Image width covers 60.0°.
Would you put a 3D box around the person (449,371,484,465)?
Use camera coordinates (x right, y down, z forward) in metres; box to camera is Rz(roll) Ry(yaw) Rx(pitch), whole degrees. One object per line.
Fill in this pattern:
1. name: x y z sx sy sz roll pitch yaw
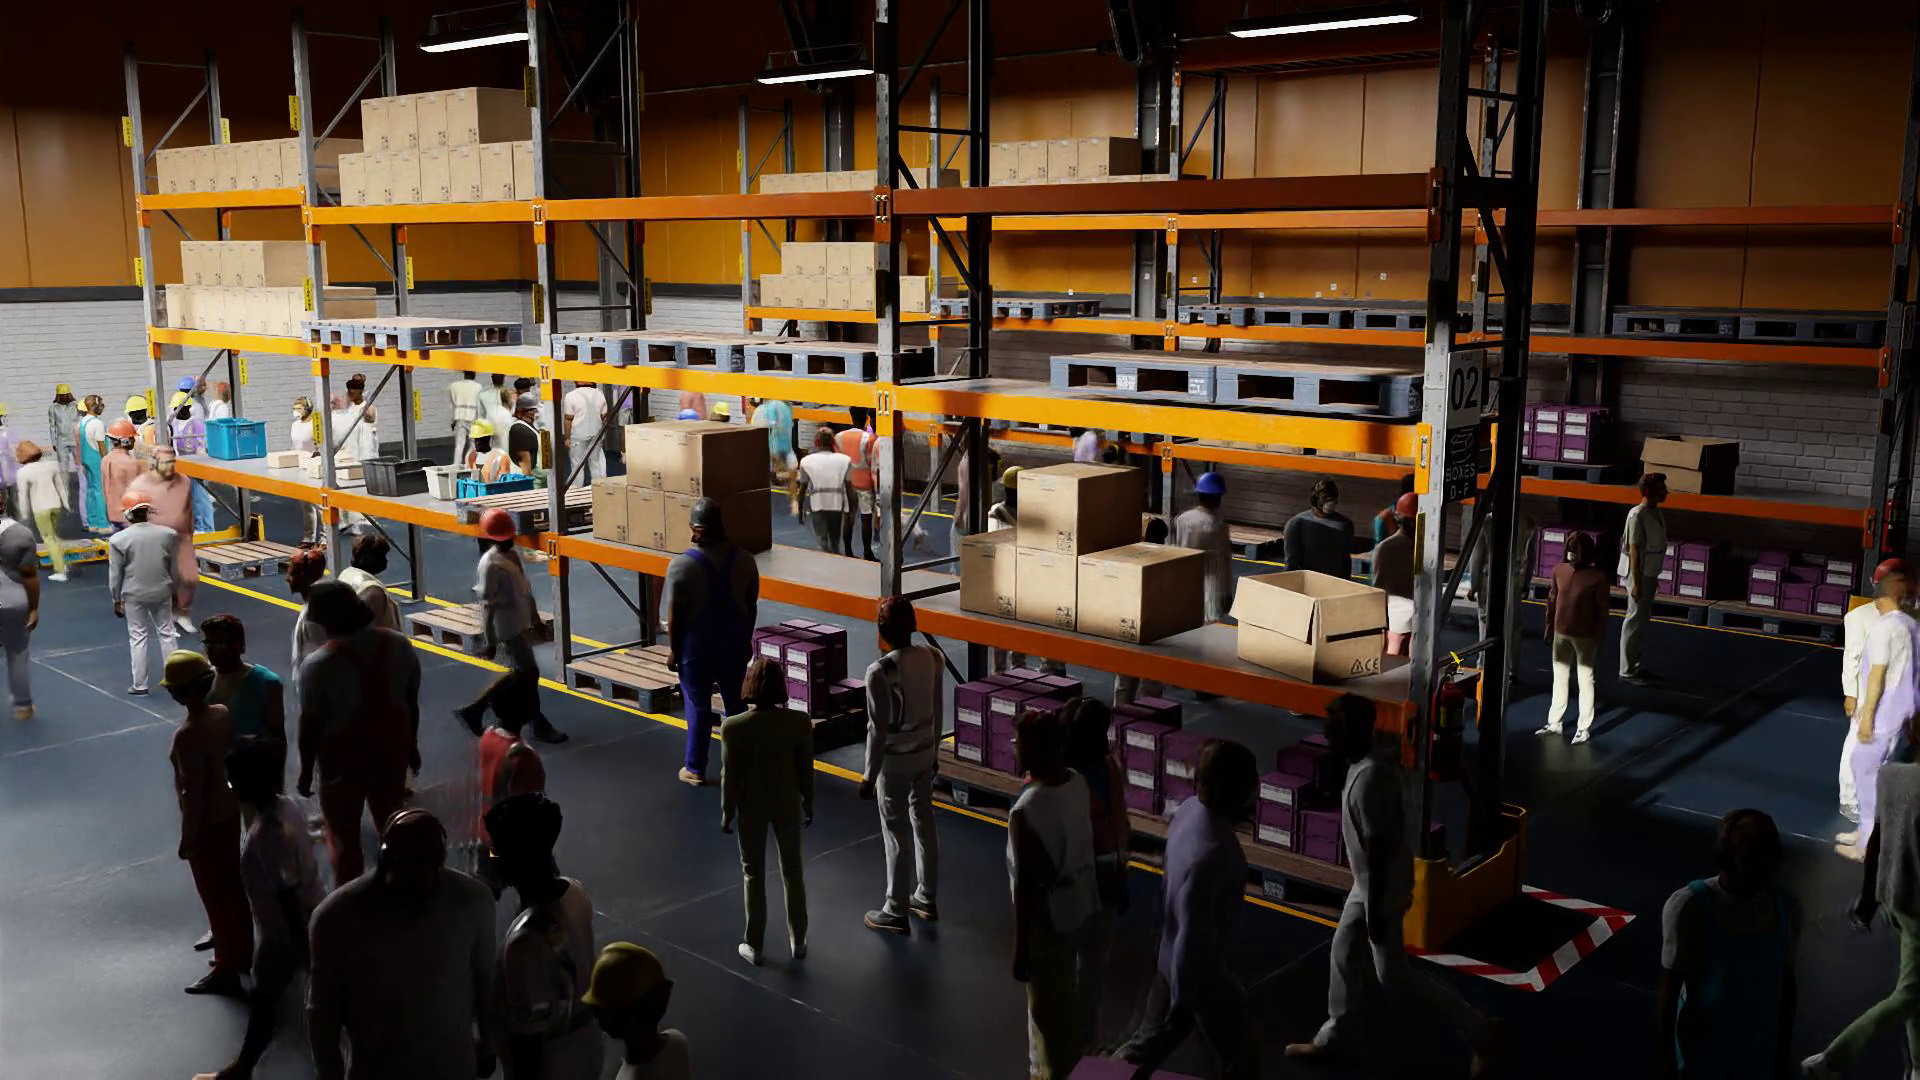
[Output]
1. person: -8.106 -1.953 27.247 0.608 1.873 0.837 1 10 7

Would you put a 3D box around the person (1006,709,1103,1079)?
1. person: 0.395 1.629 7.104 0.399 1.830 0.603 6 12 29

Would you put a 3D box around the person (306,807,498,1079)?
1. person: -1.981 1.807 5.978 0.662 1.874 0.673 -4 11 -22

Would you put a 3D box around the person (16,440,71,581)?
1. person: -10.351 -0.330 18.771 0.502 1.598 0.553 4 11 21

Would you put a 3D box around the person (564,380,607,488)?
1. person: -5.540 -1.546 24.431 0.535 2.000 0.686 9 14 43

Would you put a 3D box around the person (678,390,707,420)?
1. person: -4.109 -1.701 25.721 0.403 1.904 0.663 2 10 13

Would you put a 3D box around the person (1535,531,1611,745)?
1. person: 4.681 0.737 12.671 0.279 1.634 0.497 -8 13 -37

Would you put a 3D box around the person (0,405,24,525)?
1. person: -11.769 -0.747 20.303 0.614 1.908 0.631 -3 11 -18

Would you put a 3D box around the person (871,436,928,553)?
1. person: -0.763 -0.787 20.340 0.707 1.973 0.628 2 10 10

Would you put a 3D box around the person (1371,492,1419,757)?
1. person: 3.308 0.619 12.360 0.620 1.986 0.409 -6 12 -31

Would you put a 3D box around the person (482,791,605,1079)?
1. person: -1.414 1.811 5.703 0.376 1.958 0.599 0 10 0

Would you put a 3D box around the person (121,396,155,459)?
1. person: -11.768 -1.263 23.969 0.940 1.618 0.548 7 12 35

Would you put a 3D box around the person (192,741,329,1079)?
1. person: -2.957 1.675 7.339 0.885 1.639 0.544 -1 10 -7

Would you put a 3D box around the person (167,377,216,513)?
1. person: -10.863 -1.330 23.480 0.615 1.942 0.409 3 11 18

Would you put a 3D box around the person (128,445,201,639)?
1. person: -7.609 0.026 15.970 0.446 1.885 0.650 8 13 38

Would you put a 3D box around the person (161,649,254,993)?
1. person: -3.843 1.418 8.455 0.327 1.765 0.529 0 10 -1

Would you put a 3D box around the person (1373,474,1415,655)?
1. person: 3.752 0.364 14.129 0.673 1.876 0.692 -6 12 -29

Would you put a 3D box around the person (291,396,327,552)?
1. person: -8.021 -0.803 20.517 0.627 1.941 0.371 6 12 31

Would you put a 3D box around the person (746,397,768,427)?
1. person: -2.956 -1.387 24.385 0.348 1.740 0.574 -2 10 -10

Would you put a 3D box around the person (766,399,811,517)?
1. person: -2.568 -1.322 23.350 1.017 1.991 0.617 6 11 29

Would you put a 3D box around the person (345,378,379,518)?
1. person: -8.331 -1.283 23.199 0.607 1.955 0.399 10 14 44

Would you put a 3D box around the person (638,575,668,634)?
1. person: -2.999 -0.025 16.218 0.401 1.908 0.598 -6 12 -30

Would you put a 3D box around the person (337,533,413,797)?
1. person: -4.041 0.859 11.423 0.430 1.836 0.624 -7 12 -35

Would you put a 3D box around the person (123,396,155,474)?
1. person: -10.196 -0.846 20.847 0.399 1.913 0.591 -7 12 -34

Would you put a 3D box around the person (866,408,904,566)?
1. person: -0.885 -0.616 19.457 0.416 1.948 0.602 3 10 15

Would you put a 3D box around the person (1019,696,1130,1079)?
1. person: 0.530 1.576 7.387 0.432 1.834 0.637 9 14 42

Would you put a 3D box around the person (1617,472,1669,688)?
1. person: 5.893 0.329 14.366 0.383 1.849 0.570 7 12 36

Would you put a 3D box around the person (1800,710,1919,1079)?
1. person: 4.120 1.601 7.271 0.843 1.835 0.554 -1 10 -6

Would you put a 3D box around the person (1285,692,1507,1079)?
1. person: 1.990 1.576 7.505 0.895 1.799 0.541 2 10 13

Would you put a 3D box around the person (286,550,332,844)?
1. person: -4.061 0.986 10.565 0.358 1.882 0.574 -3 11 -18

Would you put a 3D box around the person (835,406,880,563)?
1. person: -1.193 -0.657 19.611 0.602 1.967 0.366 6 12 29

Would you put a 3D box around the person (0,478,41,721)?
1. person: -7.550 0.476 13.001 0.697 2.000 0.732 -3 10 -17
